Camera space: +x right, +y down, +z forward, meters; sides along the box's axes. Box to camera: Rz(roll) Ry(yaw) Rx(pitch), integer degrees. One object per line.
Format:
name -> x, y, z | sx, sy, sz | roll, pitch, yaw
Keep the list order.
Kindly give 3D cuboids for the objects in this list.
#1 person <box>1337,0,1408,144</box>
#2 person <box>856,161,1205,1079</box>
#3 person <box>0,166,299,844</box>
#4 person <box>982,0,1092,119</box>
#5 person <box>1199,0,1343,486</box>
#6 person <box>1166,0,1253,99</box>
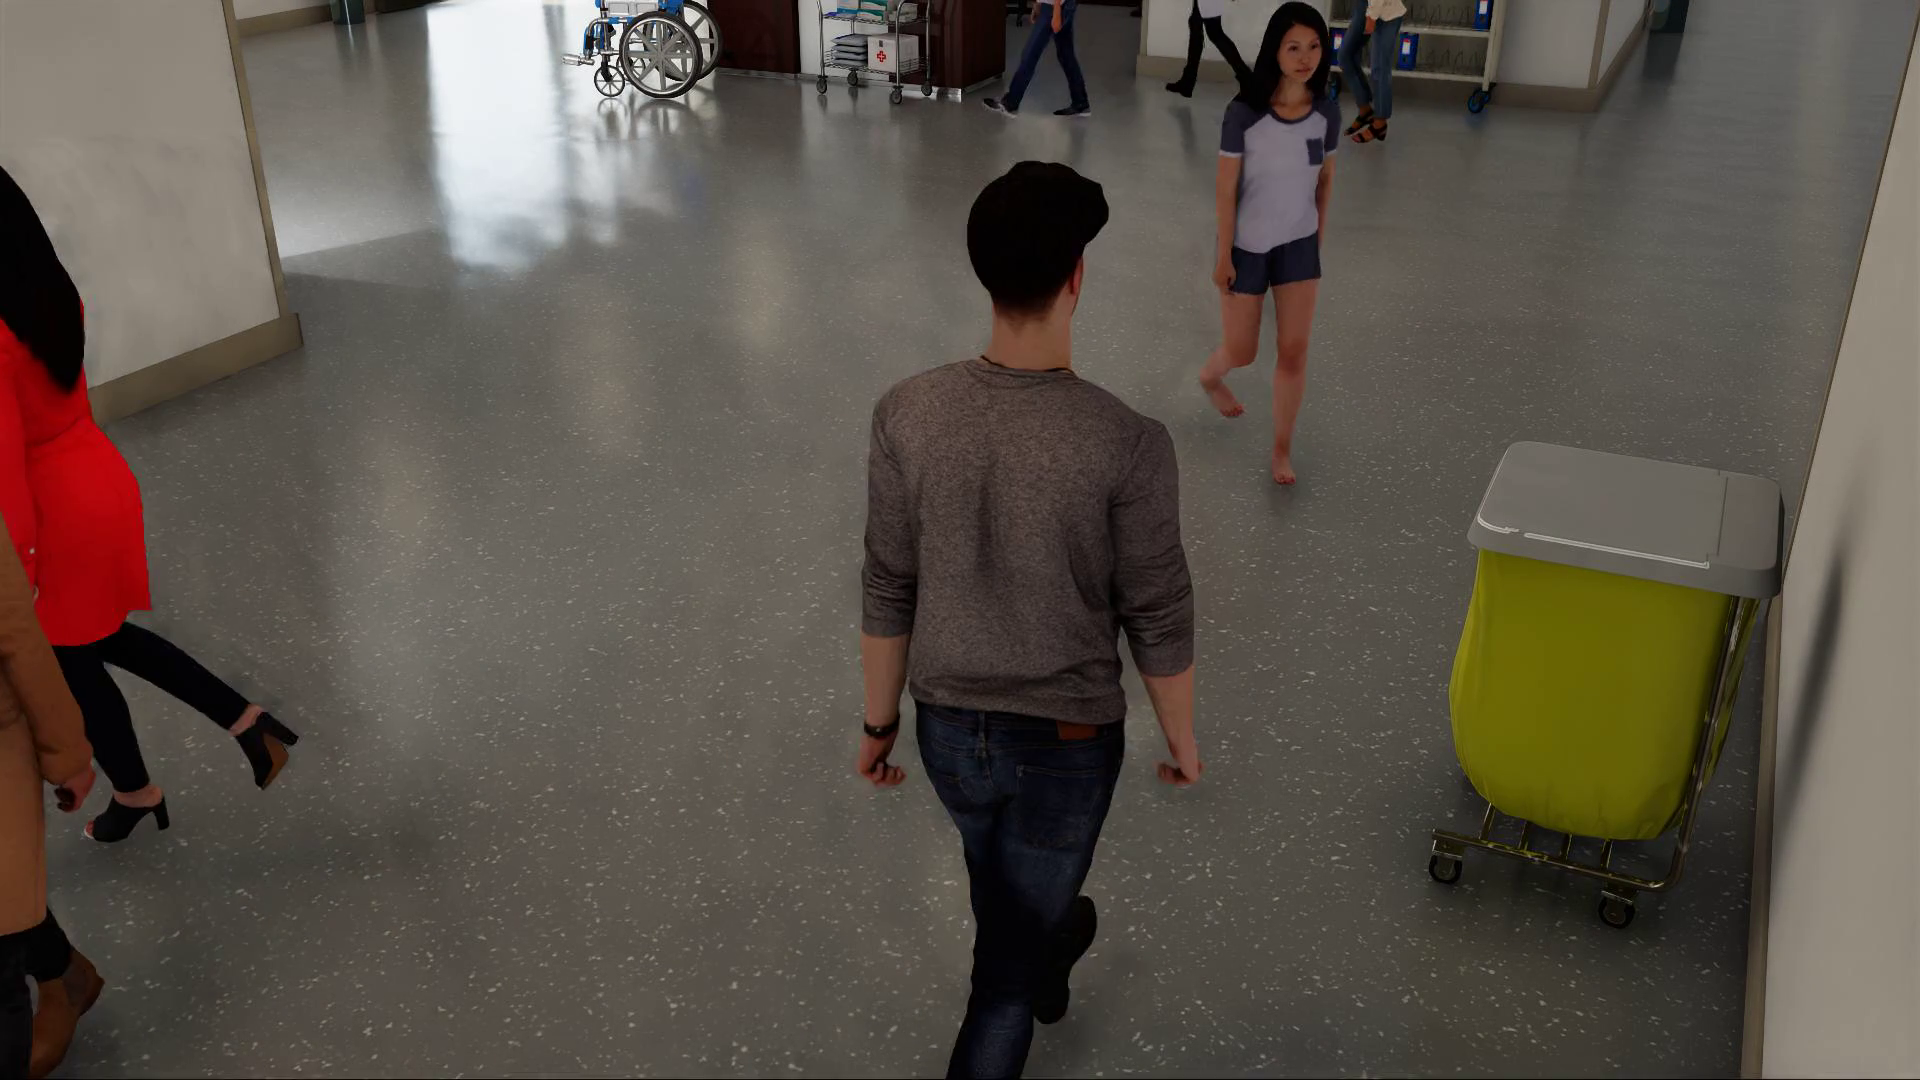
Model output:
person -> 2.840, -3.456, 10.940 | 0.763, 1.666, 0.750 | 0, 26, 0
person -> 0.060, 0.388, 2.754 | 1.128, 1.852, 0.774 | 11, 28, 21
person -> -1.911, -0.013, 3.731 | 0.957, 1.726, 0.853 | -1, 26, -3
person -> 0.733, -3.693, 11.592 | 1.066, 1.526, 0.789 | 2, 26, 4
person -> 1.083, -1.052, 5.945 | 0.929, 1.674, 0.933 | -7, 27, -13
person -> 1.884, -3.991, 11.933 | 0.923, 1.766, 1.247 | -23, 34, -39
